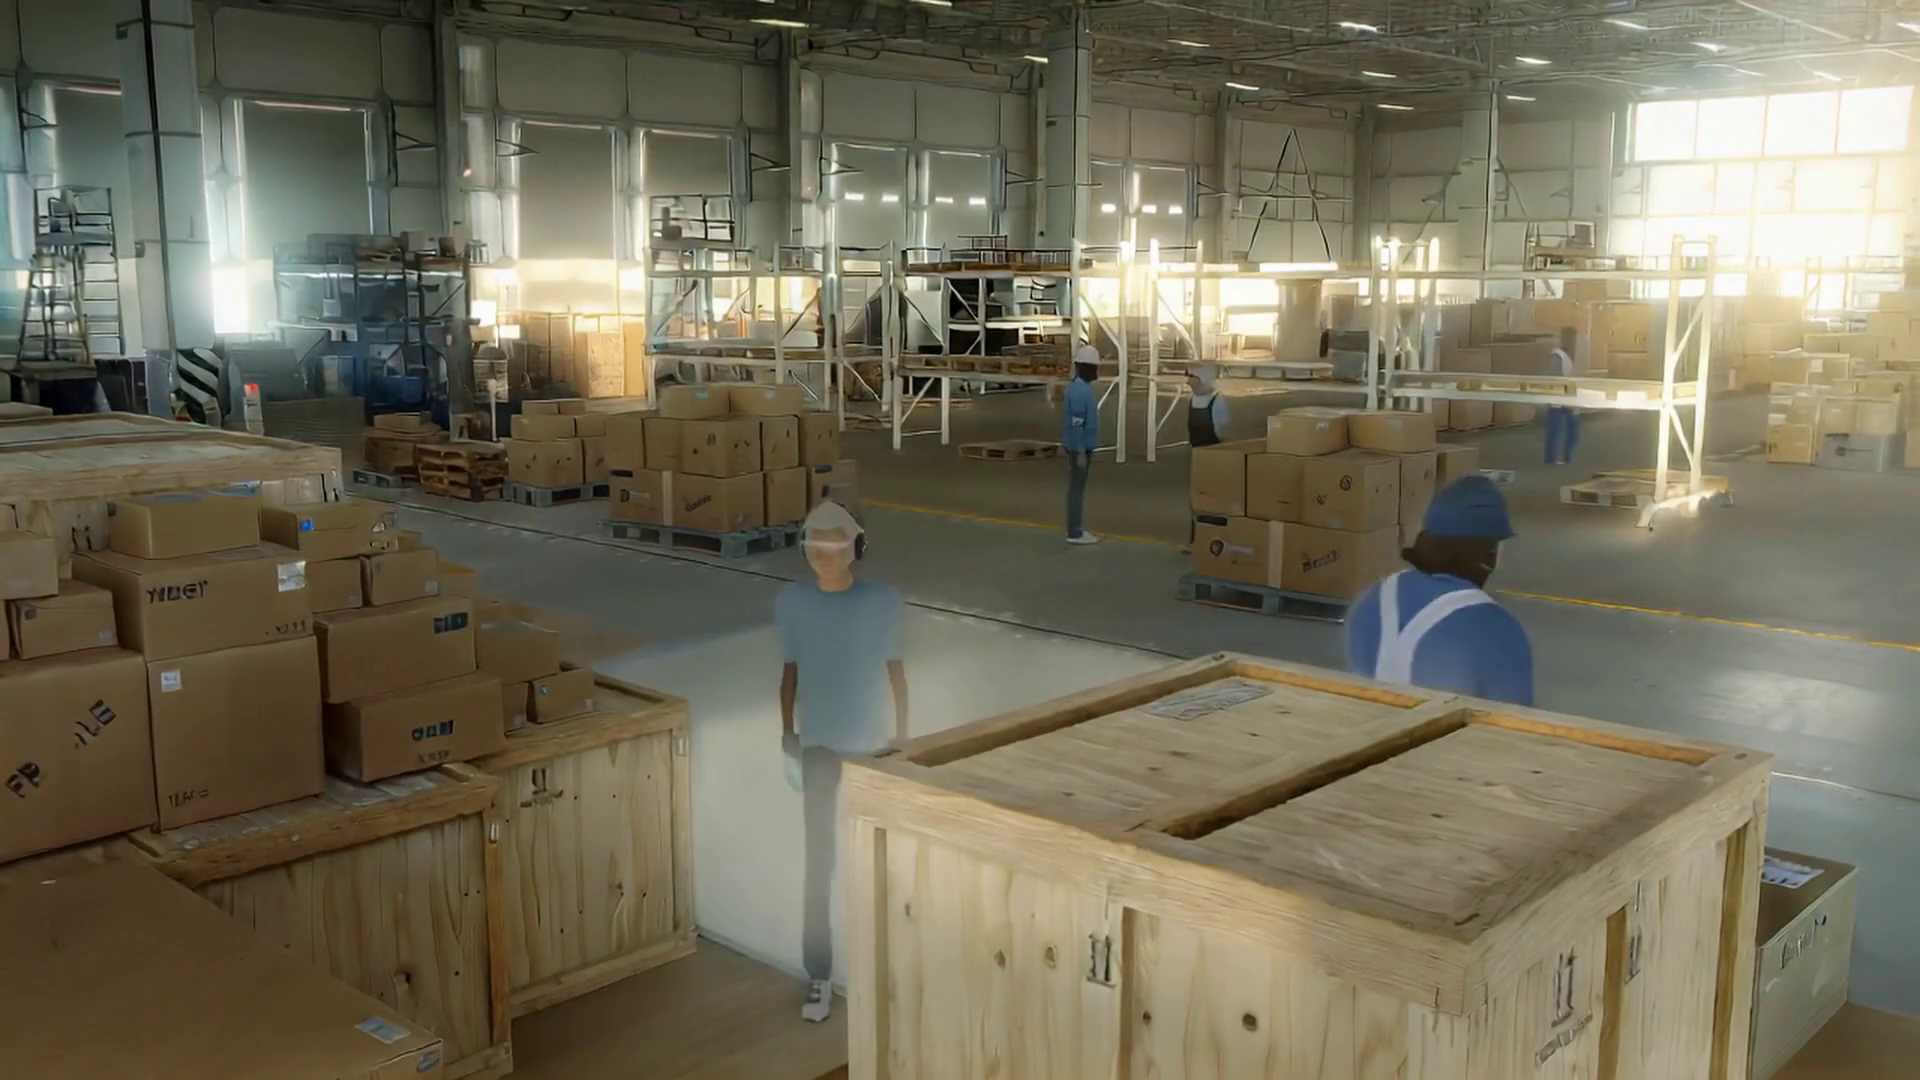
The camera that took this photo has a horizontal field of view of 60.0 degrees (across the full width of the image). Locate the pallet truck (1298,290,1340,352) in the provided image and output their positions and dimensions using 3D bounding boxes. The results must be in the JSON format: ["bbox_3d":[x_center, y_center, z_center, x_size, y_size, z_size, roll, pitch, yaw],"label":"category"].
[{"bbox_3d":[11.297,-6.951,52.861,1.885,1.965,0.823,-5,11,-29],"label":"pallet truck"}]

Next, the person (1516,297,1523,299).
[{"bbox_3d":[14.396,-5.307,42.964,0.551,1.936,0.356,5,11,30],"label":"person"}]

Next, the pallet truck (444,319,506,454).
[{"bbox_3d":[-6.981,-1.942,22.150,1.885,1.965,0.823,1,9,9],"label":"pallet truck"}]

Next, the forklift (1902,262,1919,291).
[{"bbox_3d":[22.655,-5.227,39.591,1.873,2.768,1.129,9,13,43],"label":"forklift"}]

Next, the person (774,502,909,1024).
[{"bbox_3d":[-0.430,0.754,6.171,0.513,1.828,0.975,0,9,-1],"label":"person"}]

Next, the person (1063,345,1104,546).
[{"bbox_3d":[1.189,-0.918,16.082,0.379,1.928,0.585,1,9,8],"label":"person"}]

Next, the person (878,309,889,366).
[{"bbox_3d":[-2.025,-5.352,44.188,0.313,1.633,0.515,1,9,5],"label":"person"}]

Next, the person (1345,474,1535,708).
[{"bbox_3d":[1.582,0.785,5.301,0.536,2.000,0.693,-4,10,-23],"label":"person"}]

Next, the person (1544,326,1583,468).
[{"bbox_3d":[8.099,-1.893,22.140,0.618,1.894,0.631,8,12,42],"label":"person"}]

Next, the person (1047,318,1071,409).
[{"bbox_3d":[1.890,-3.332,31.489,0.484,1.735,0.344,-2,9,-12],"label":"person"}]

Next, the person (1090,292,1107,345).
[{"bbox_3d":[4.300,-6.708,51.590,0.544,1.930,0.388,0,9,-1],"label":"person"}]

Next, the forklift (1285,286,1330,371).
[{"bbox_3d":[8.931,-5.833,43.310,1.129,2.768,1.873,5,10,26],"label":"forklift"}]

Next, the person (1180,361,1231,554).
[{"bbox_3d":[2.399,-0.796,15.741,0.893,1.805,0.553,-9,13,-43],"label":"person"}]

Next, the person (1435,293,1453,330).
[{"bbox_3d":[15.681,-7.055,53.858,1.060,1.874,0.621,-6,11,-34],"label":"person"}]

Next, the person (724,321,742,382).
[{"bbox_3d":[-4.215,-3.229,30.976,0.320,1.692,0.531,-6,11,-34],"label":"person"}]
